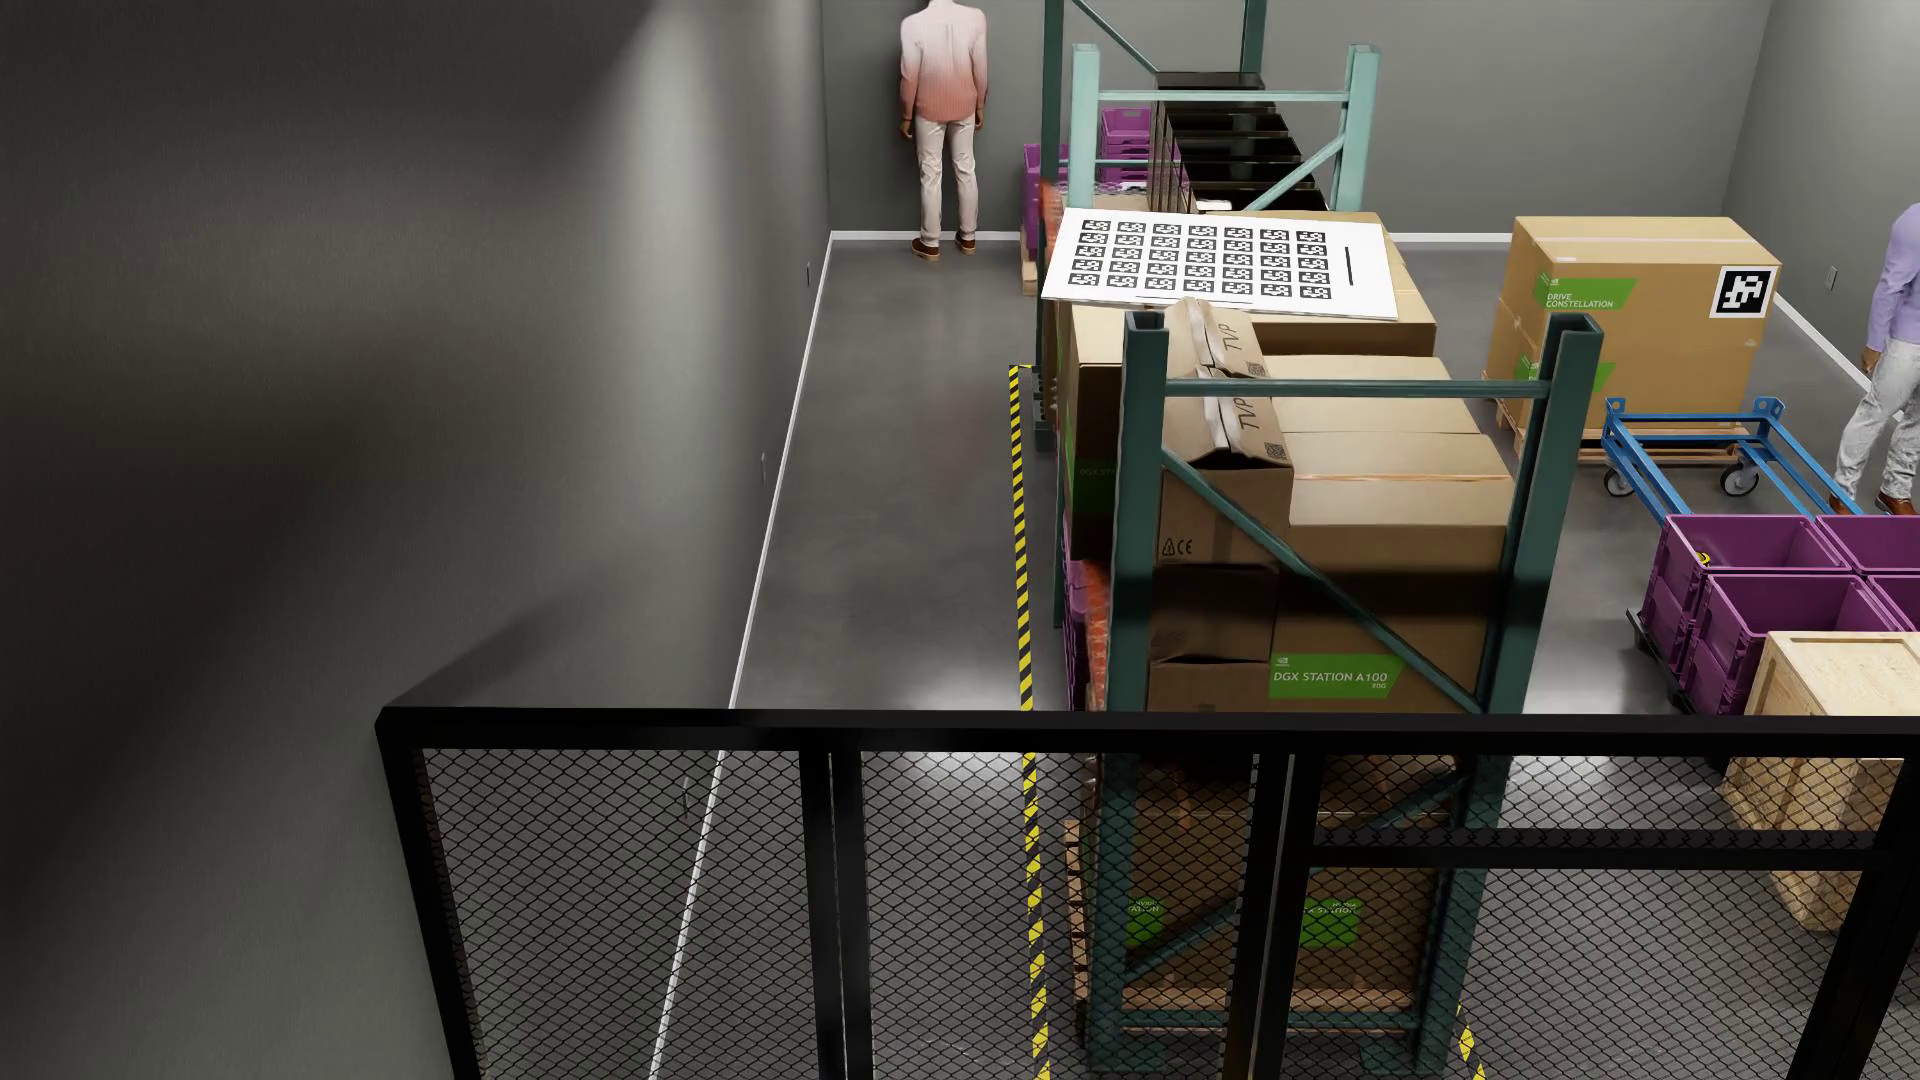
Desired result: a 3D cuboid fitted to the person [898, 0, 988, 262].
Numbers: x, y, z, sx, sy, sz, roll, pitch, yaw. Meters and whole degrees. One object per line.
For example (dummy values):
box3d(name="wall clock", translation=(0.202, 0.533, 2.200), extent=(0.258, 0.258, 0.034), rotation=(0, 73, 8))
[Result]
box3d(name="person", translation=(-0.114, -2.813, 10.833), extent=(0.611, 1.996, 0.378), rotation=(-12, 33, -19))

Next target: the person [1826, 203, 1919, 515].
box3d(name="person", translation=(4.536, -0.937, 7.771), extent=(0.634, 1.938, 0.355), rotation=(-1, 31, -2))
